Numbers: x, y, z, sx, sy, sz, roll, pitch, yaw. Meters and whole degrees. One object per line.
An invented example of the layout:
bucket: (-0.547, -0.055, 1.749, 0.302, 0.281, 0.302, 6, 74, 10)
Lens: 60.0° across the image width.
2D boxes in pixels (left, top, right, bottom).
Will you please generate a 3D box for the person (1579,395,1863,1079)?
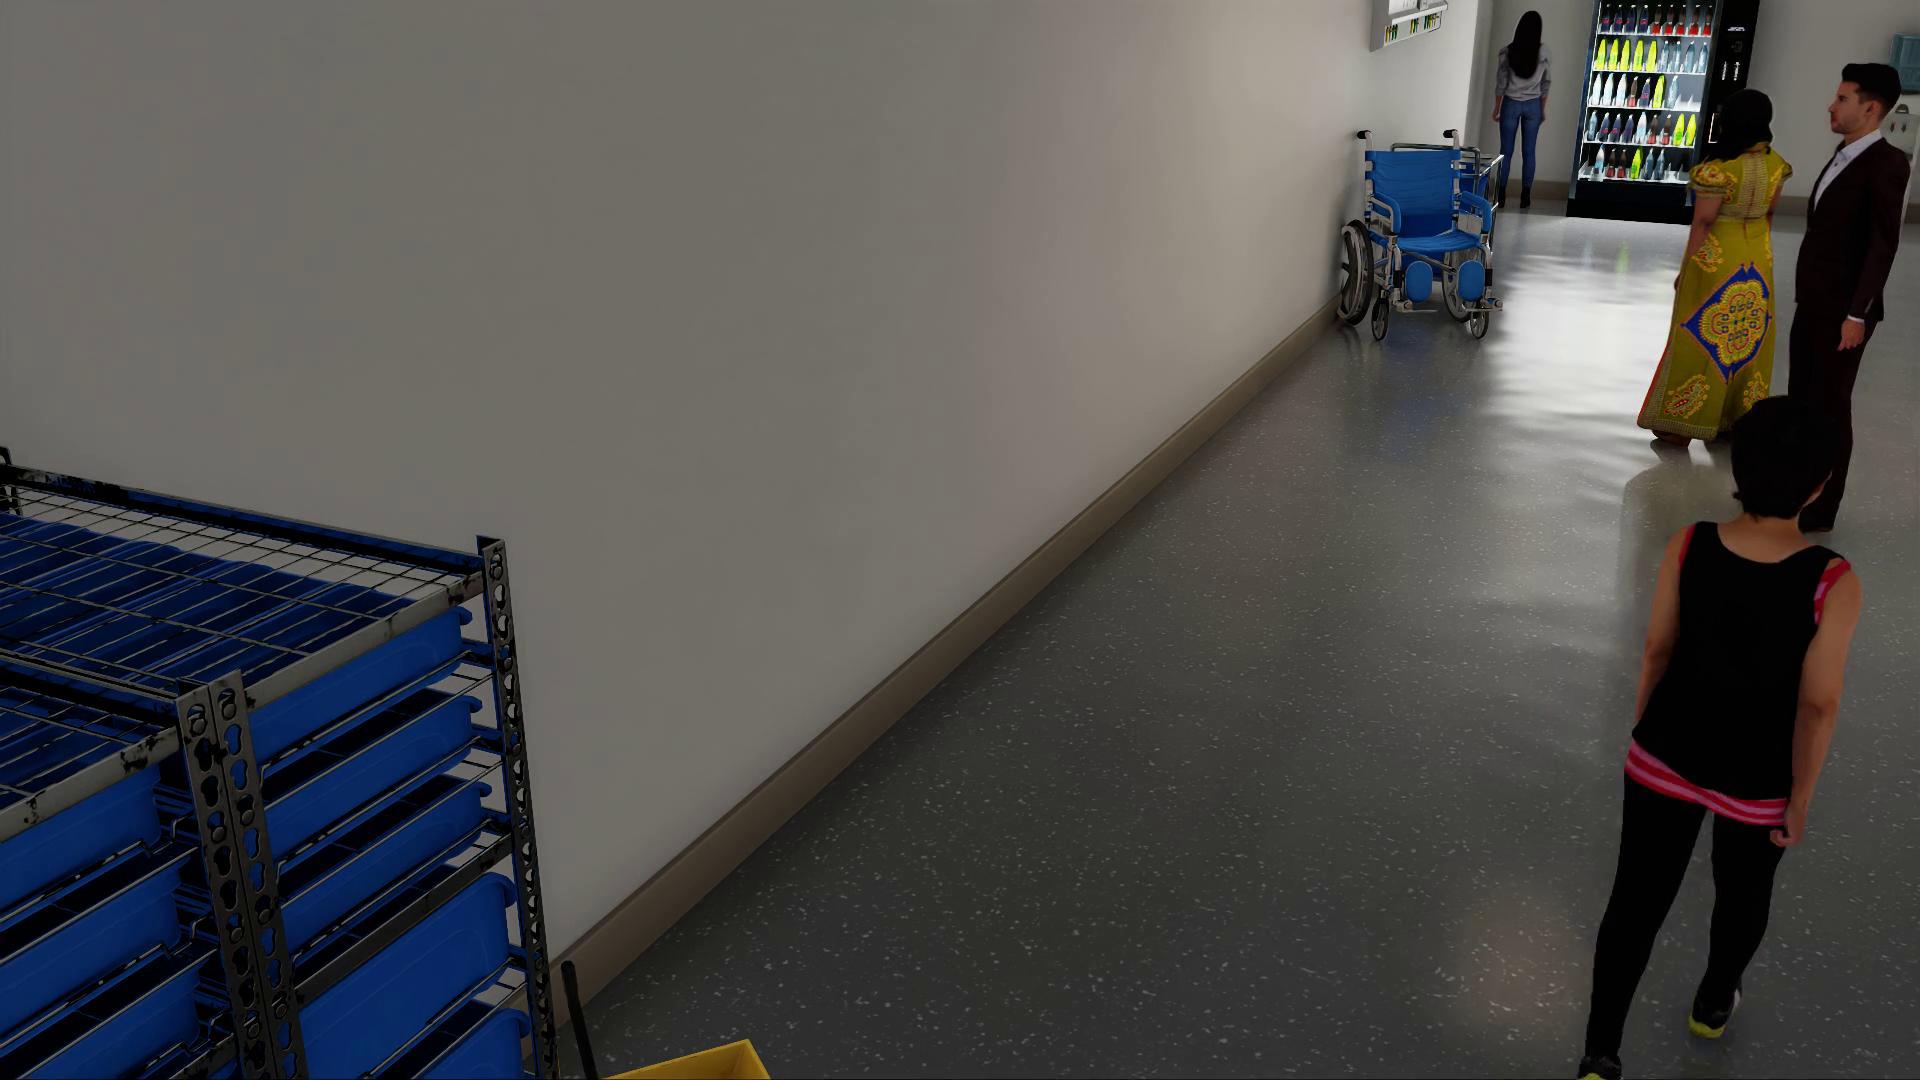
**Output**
person: (1.514, 0.479, 3.386, 1.004, 1.523, 0.751, 15, 25, 34)

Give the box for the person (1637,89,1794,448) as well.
person: (3.584, -1.270, 7.811, 0.993, 1.660, 1.050, -8, 22, -19)

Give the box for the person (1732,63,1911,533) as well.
person: (3.536, -0.962, 6.709, 0.706, 1.864, 0.760, 2, 21, 5)

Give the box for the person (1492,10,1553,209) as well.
person: (4.793, -3.673, 14.192, 0.546, 1.633, 0.716, 3, 21, 8)
